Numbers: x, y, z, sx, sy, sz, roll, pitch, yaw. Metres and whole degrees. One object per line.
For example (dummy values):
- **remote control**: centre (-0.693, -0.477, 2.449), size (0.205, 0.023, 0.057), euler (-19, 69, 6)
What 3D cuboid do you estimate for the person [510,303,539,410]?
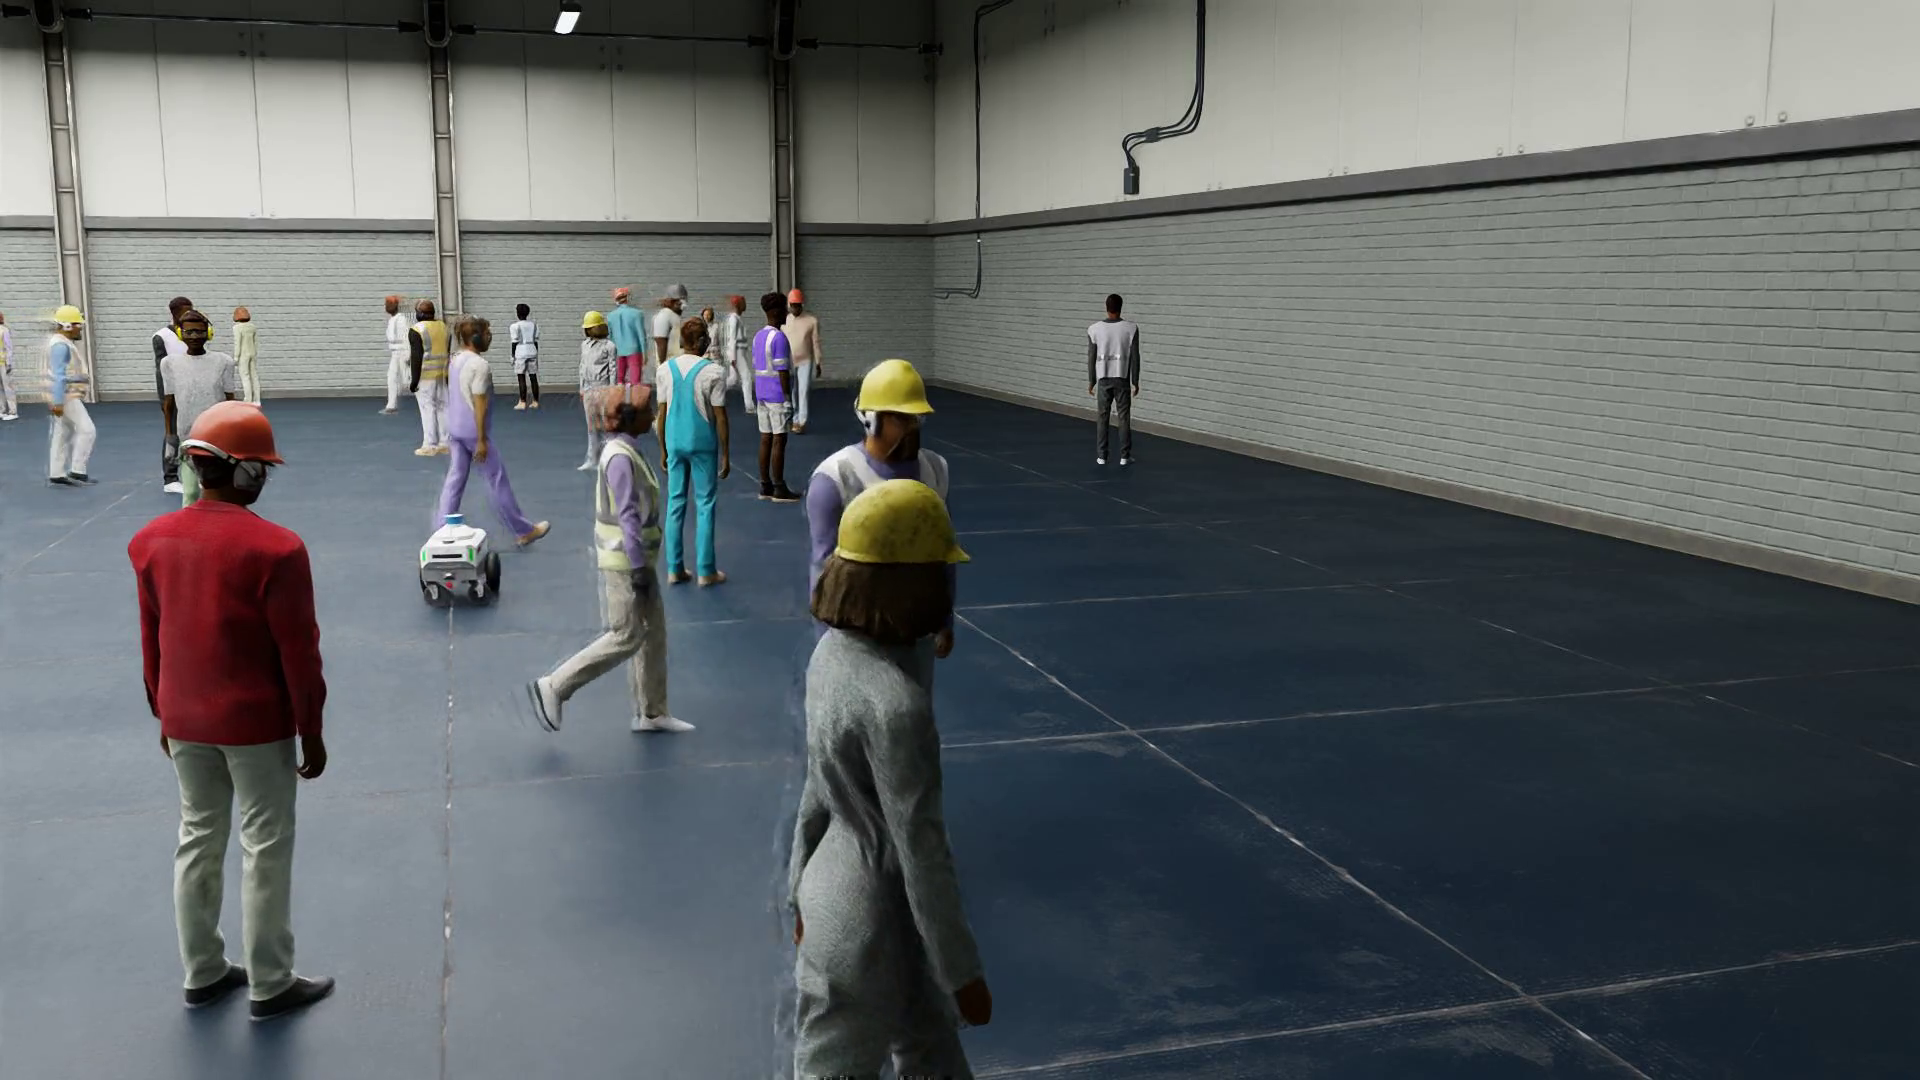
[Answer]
- **person**: centre (-6.943, -2.920, 26.531), size (0.319, 1.696, 0.532), euler (7, 11, 38)

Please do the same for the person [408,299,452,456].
- **person**: centre (-6.284, -1.917, 19.672), size (0.430, 1.843, 0.625), euler (4, 10, 24)

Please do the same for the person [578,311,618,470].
- **person**: centre (-3.929, -1.602, 18.004), size (0.484, 1.735, 0.311), euler (5, 10, 27)

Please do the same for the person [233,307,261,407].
- **person**: centre (-11.578, -2.955, 26.949), size (0.269, 1.632, 0.505), euler (3, 9, 17)

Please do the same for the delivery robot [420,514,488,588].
- **delivery robot**: centre (-3.261, 0.078, 10.734), size (0.477, 0.478, 0.707), euler (-2, 9, -9)

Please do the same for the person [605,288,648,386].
- **person**: centre (-4.907, -2.765, 24.760), size (0.755, 1.959, 0.371), euler (3, 9, 17)

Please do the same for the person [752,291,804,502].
- **person**: centre (-1.721, -1.337, 15.574), size (0.367, 1.966, 0.604), euler (-5, 10, -31)

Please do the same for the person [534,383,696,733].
- **person**: centre (-1.556, 0.104, 7.468), size (0.628, 1.619, 0.510), euler (0, 9, -3)

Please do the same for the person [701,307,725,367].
- **person**: centre (-4.067, -2.960, 27.010), size (0.512, 1.629, 0.319), euler (0, 9, -2)

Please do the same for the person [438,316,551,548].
- **person**: centre (-3.605, -0.791, 12.619), size (0.539, 1.795, 0.946), euler (9, 12, 44)

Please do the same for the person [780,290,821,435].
- **person**: centre (-2.205, -2.410, 22.507), size (0.645, 1.942, 1.044), euler (0, 9, 3)

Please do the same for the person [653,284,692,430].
- **person**: centre (-3.593, -2.256, 21.198), size (0.536, 2.000, 0.710), euler (3, 9, 16)

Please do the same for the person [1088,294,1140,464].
- **person**: centre (1.727, -1.801, 18.697), size (0.587, 1.916, 0.392), euler (2, 9, 12)

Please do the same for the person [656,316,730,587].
- **person**: centre (-1.798, -0.593, 11.265), size (0.516, 1.835, 0.357), euler (2, 9, 14)

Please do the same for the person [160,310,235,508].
- **person**: centre (-5.470, -0.725, 12.014), size (0.510, 1.863, 0.326), euler (-4, 10, -22)

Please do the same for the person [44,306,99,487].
- **person**: centre (-8.854, -1.419, 16.568), size (0.610, 1.808, 0.635), euler (-4, 10, -25)

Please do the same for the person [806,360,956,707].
- **person**: centre (-0.301, 0.259, 5.896), size (0.600, 1.810, 0.735), euler (-7, 11, -39)

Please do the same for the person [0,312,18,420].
- **person**: centre (-14.172, -2.580, 24.554), size (0.522, 1.636, 0.310), euler (5, 10, 28)

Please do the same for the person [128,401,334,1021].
- **person**: centre (-2.026, 0.481, 4.697), size (0.573, 1.740, 0.355), euler (3, 9, 17)

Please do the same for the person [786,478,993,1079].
- **person**: centre (-0.071, 0.734, 3.206), size (0.877, 1.700, 0.497), euler (-2, 9, -14)

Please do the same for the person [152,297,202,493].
- **person**: centre (-7.626, -1.420, 16.290), size (0.388, 1.912, 0.588), euler (3, 9, 18)
